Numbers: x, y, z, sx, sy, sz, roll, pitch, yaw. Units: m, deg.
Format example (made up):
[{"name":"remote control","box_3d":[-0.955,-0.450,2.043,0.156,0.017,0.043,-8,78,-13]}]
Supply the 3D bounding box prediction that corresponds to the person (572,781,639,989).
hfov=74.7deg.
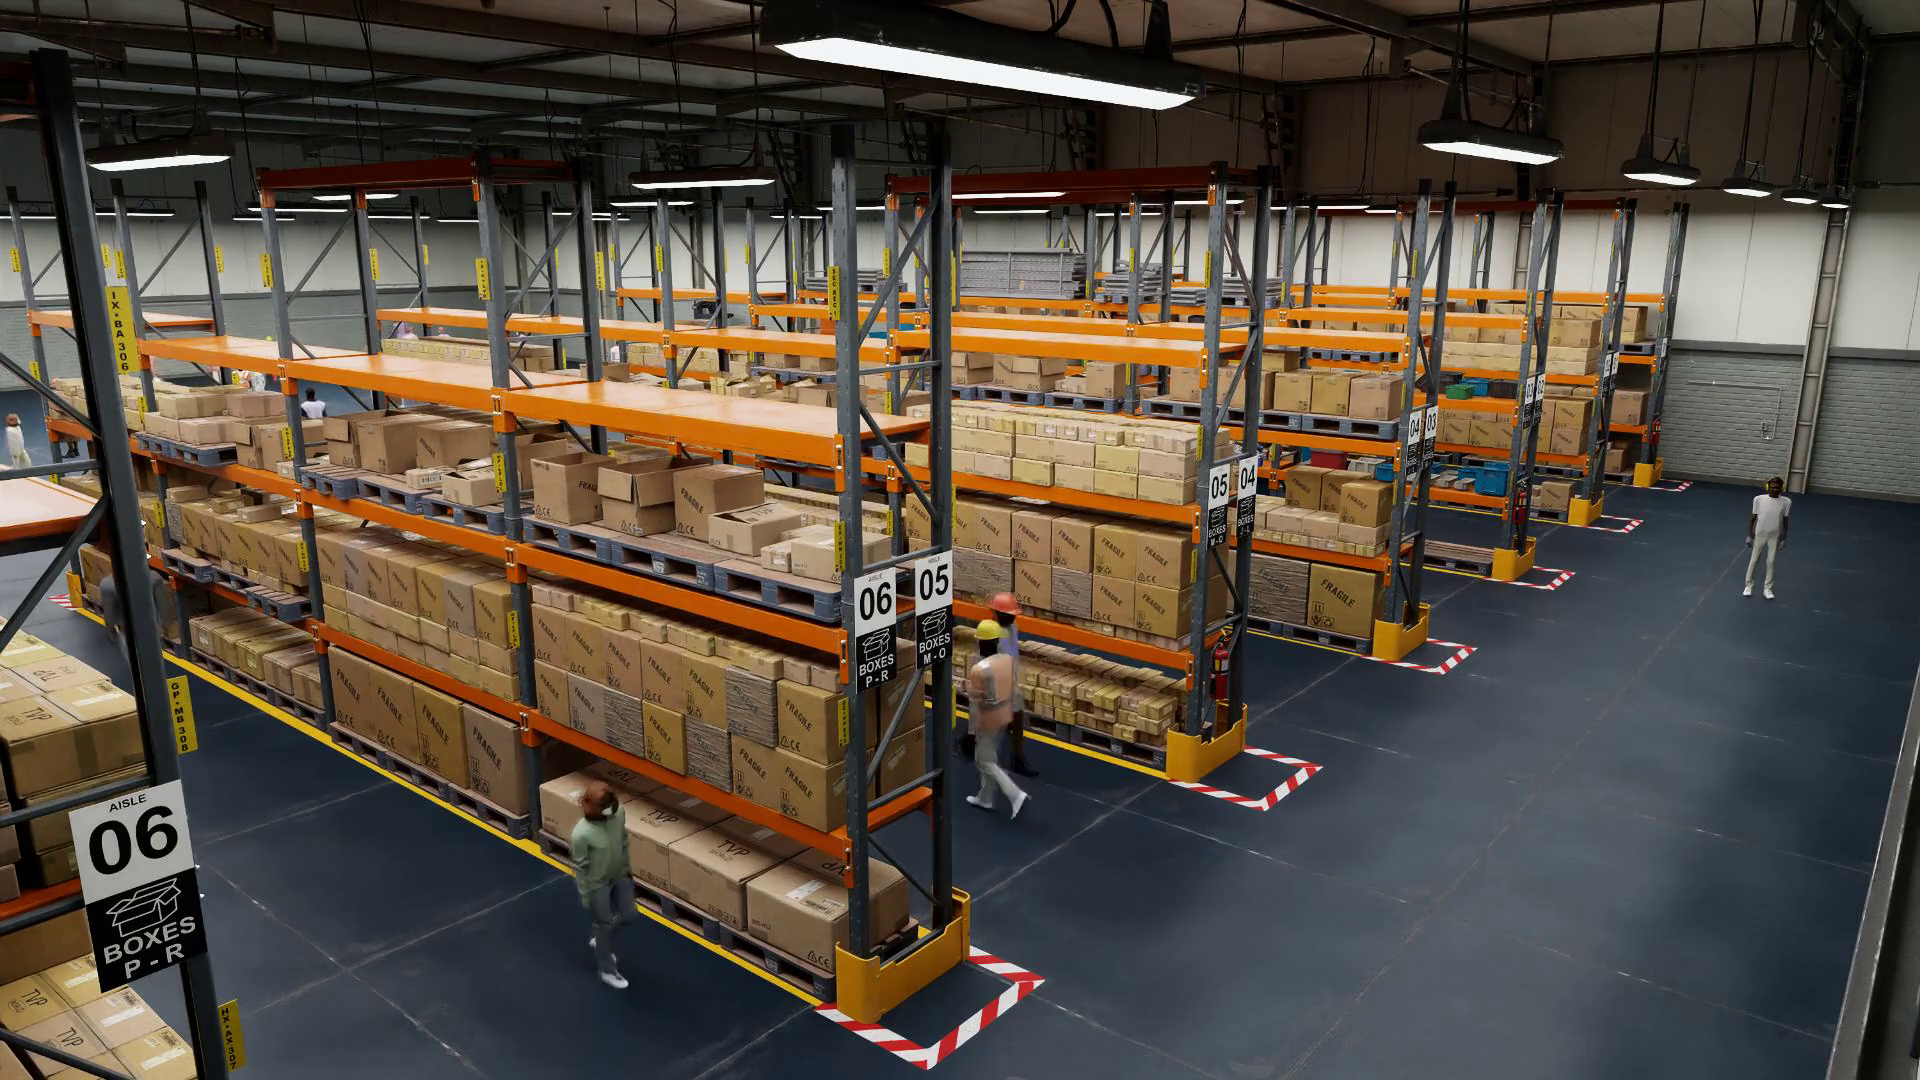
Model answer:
[{"name":"person","box_3d":[-2.563,2.470,9.092,0.381,1.614,0.518,7,16,28]}]

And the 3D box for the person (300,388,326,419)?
[{"name":"person","box_3d":[-15.158,-2.624,29.544,1.002,1.872,0.605,7,15,27]}]

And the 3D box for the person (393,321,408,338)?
[{"name":"person","box_3d":[-24.051,-8.708,54.210,0.605,2.036,0.383,-10,17,-35]}]

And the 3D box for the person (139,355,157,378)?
[{"name":"person","box_3d":[-26.454,-5.430,40.997,0.400,1.905,0.645,4,14,15]}]

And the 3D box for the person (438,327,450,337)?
[{"name":"person","box_3d":[-19.770,-7.182,48.213,0.405,1.903,0.636,7,15,25]}]

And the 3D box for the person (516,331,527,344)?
[{"name":"person","box_3d":[-16.548,-7.064,47.680,0.386,1.928,0.628,-1,14,-5]}]

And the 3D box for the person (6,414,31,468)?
[{"name":"person","box_3d":[-20.464,-1.931,27.232,0.713,1.611,0.508,-4,14,-15]}]

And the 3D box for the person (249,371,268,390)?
[{"name":"person","box_3d":[-21.360,-4.792,38.342,0.448,1.913,0.633,1,14,2]}]

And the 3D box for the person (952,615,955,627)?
[{"name":"person","box_3d":[-0.360,0.284,17.491,0.569,1.895,0.866,-12,18,-40]}]

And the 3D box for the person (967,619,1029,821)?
[{"name":"person","box_3d":[0.346,1.682,11.746,0.695,1.902,0.606,10,17,36]}]

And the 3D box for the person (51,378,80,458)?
[{"name":"person","box_3d":[-22.002,-2.998,30.919,0.361,1.939,0.542,-2,14,-8]}]

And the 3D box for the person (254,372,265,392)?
[{"name":"person","box_3d":[-20.545,-4.384,37.031,0.294,1.744,0.487,-11,17,-38]}]

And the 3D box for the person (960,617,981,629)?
[{"name":"person","box_3d":[0.185,0.552,16.348,0.431,1.925,0.640,12,18,39]}]

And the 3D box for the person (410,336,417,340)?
[{"name":"person","box_3d":[-18.650,-6.018,43.282,0.629,1.960,0.664,-9,17,-34]}]

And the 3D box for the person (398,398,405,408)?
[{"name":"person","box_3d":[-16.469,-4.236,36.700,0.820,1.598,0.532,4,14,17]}]

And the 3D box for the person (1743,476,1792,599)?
[{"name":"person","box_3d":[12.146,-0.049,18.959,0.508,1.860,0.315,6,15,25]}]

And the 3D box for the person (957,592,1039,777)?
[{"name":"person","box_3d":[0.371,1.426,12.829,0.931,1.901,0.557,11,17,38]}]

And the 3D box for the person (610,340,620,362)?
[{"name":"person","box_3d":[-11.770,-6.053,43.696,0.650,1.840,0.429,0,14,-2]}]

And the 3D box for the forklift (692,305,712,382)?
[{"name":"forklift","box_3d":[-9.511,-7.392,47.124,1.873,2.768,1.129,11,17,38]}]

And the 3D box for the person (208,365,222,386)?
[{"name":"person","box_3d":[-25.346,-5.763,42.956,0.511,1.618,0.699,-13,19,-43]}]

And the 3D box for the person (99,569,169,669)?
[{"name":"person","box_3d":[-9.448,0.999,14.518,0.750,1.919,0.634,11,17,38]}]

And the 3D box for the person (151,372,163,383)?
[{"name":"person","box_3d":[-21.923,-3.725,34.219,0.634,1.788,0.945,-7,15,-25]}]

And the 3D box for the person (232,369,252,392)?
[{"name":"person","box_3d":[-21.464,-4.519,37.683,0.535,1.697,0.318,-5,15,-21]}]

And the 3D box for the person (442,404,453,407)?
[{"name":"person","box_3d":[-15.737,-4.673,38.438,0.521,1.638,0.306,2,14,10]}]

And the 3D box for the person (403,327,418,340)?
[{"name":"person","box_3d":[-21.216,-7.297,48.728,0.643,1.884,0.808,4,14,16]}]

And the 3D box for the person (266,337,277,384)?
[{"name":"person","box_3d":[-25.228,-6.585,46.132,0.540,1.719,0.901,-4,14,-17]}]

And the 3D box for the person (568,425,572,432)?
[{"name":"person","box_3d":[-9.752,-3.009,31.266,0.769,1.800,0.614,-2,14,-8]}]
